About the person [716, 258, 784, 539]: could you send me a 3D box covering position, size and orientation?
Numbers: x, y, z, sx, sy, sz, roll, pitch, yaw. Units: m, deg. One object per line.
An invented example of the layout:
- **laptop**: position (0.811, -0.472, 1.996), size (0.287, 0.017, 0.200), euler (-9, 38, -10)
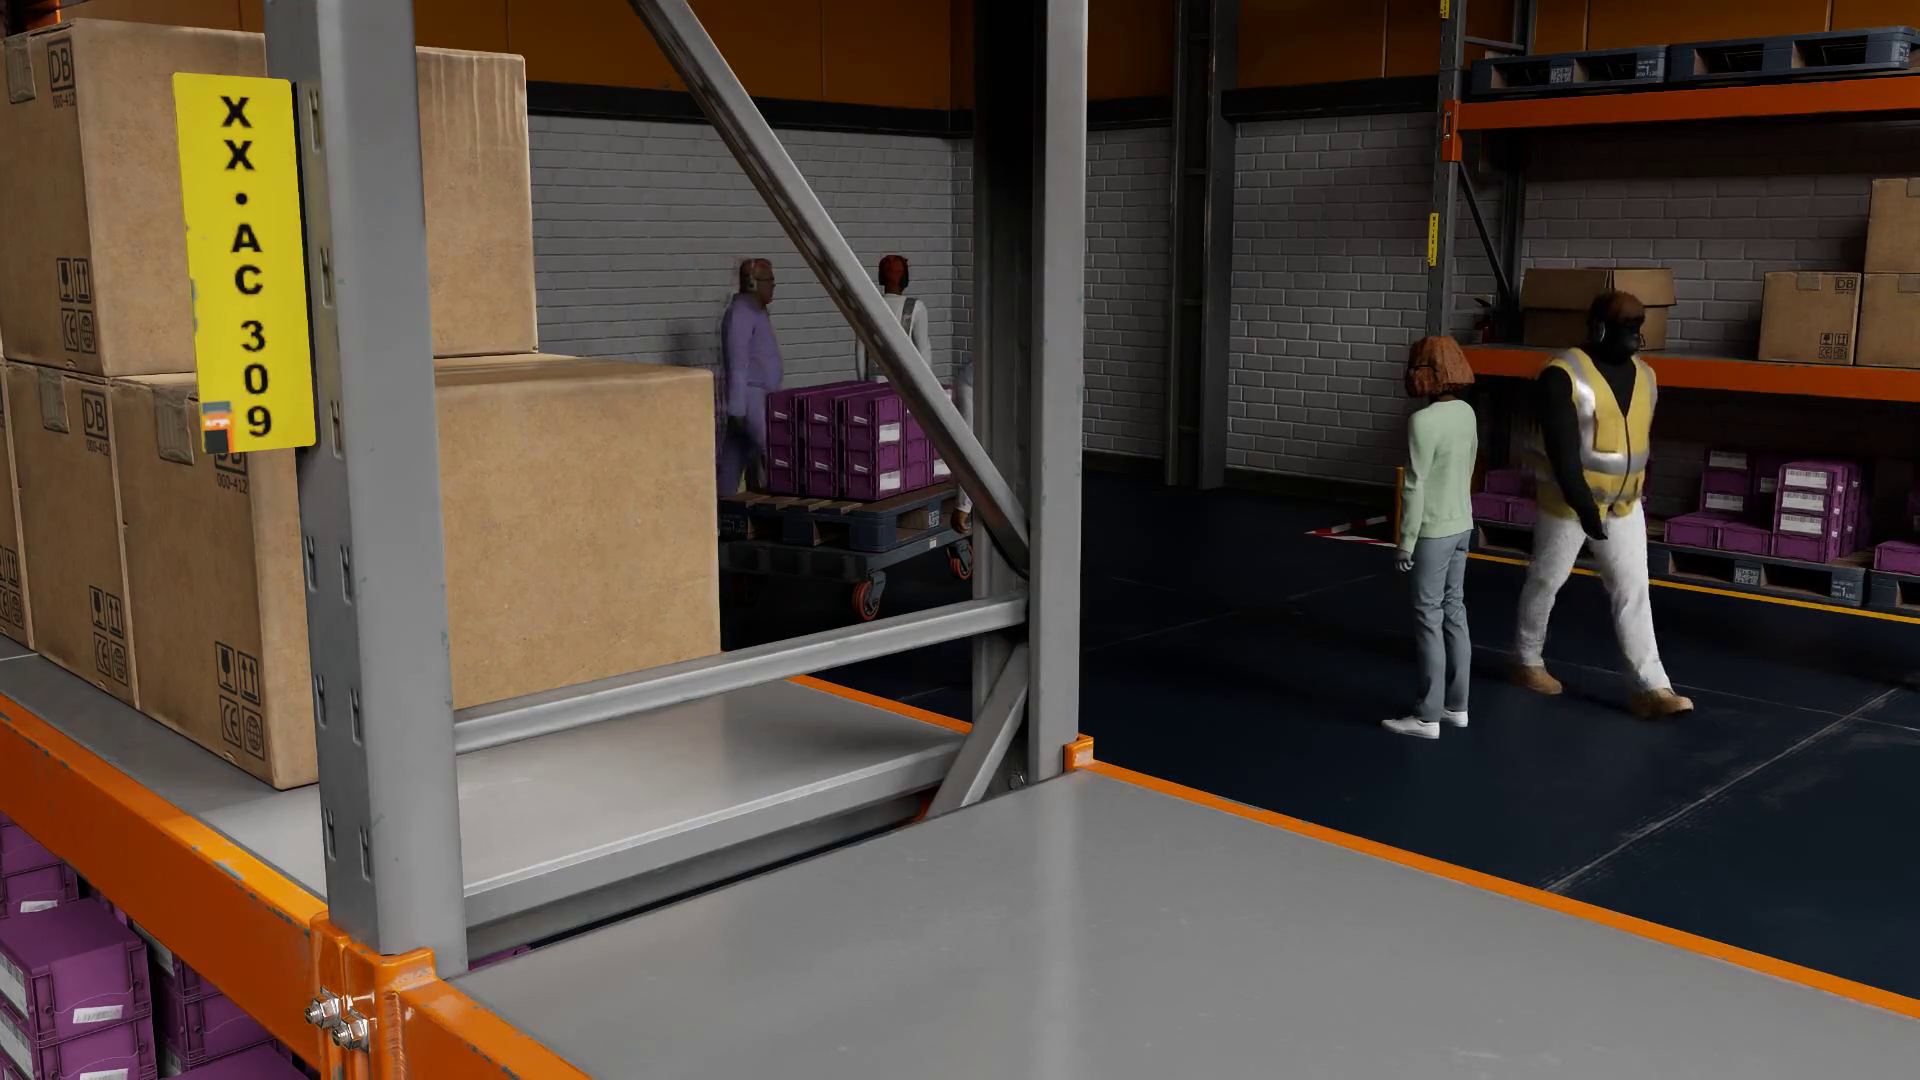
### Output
- **person**: position (-1.254, -0.909, 10.963), size (0.944, 1.861, 0.667), euler (0, 10, -2)

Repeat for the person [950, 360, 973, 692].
- **person**: position (0.224, -0.218, 7.294), size (0.586, 1.835, 0.403), euler (-5, 11, -25)

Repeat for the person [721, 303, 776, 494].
- **person**: position (-1.569, -1.089, 12.592), size (0.498, 1.633, 0.279), euler (5, 11, 25)

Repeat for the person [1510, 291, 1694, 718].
- **person**: position (2.713, -0.151, 7.072), size (0.612, 1.789, 0.936), euler (-3, 11, -18)

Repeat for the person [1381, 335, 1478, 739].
- **person**: position (1.927, -0.012, 6.749), size (0.284, 1.624, 0.494), euler (9, 13, 39)

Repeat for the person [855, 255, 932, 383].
- **person**: position (-0.463, -1.077, 11.849), size (0.572, 1.883, 0.354), euler (4, 11, 22)
